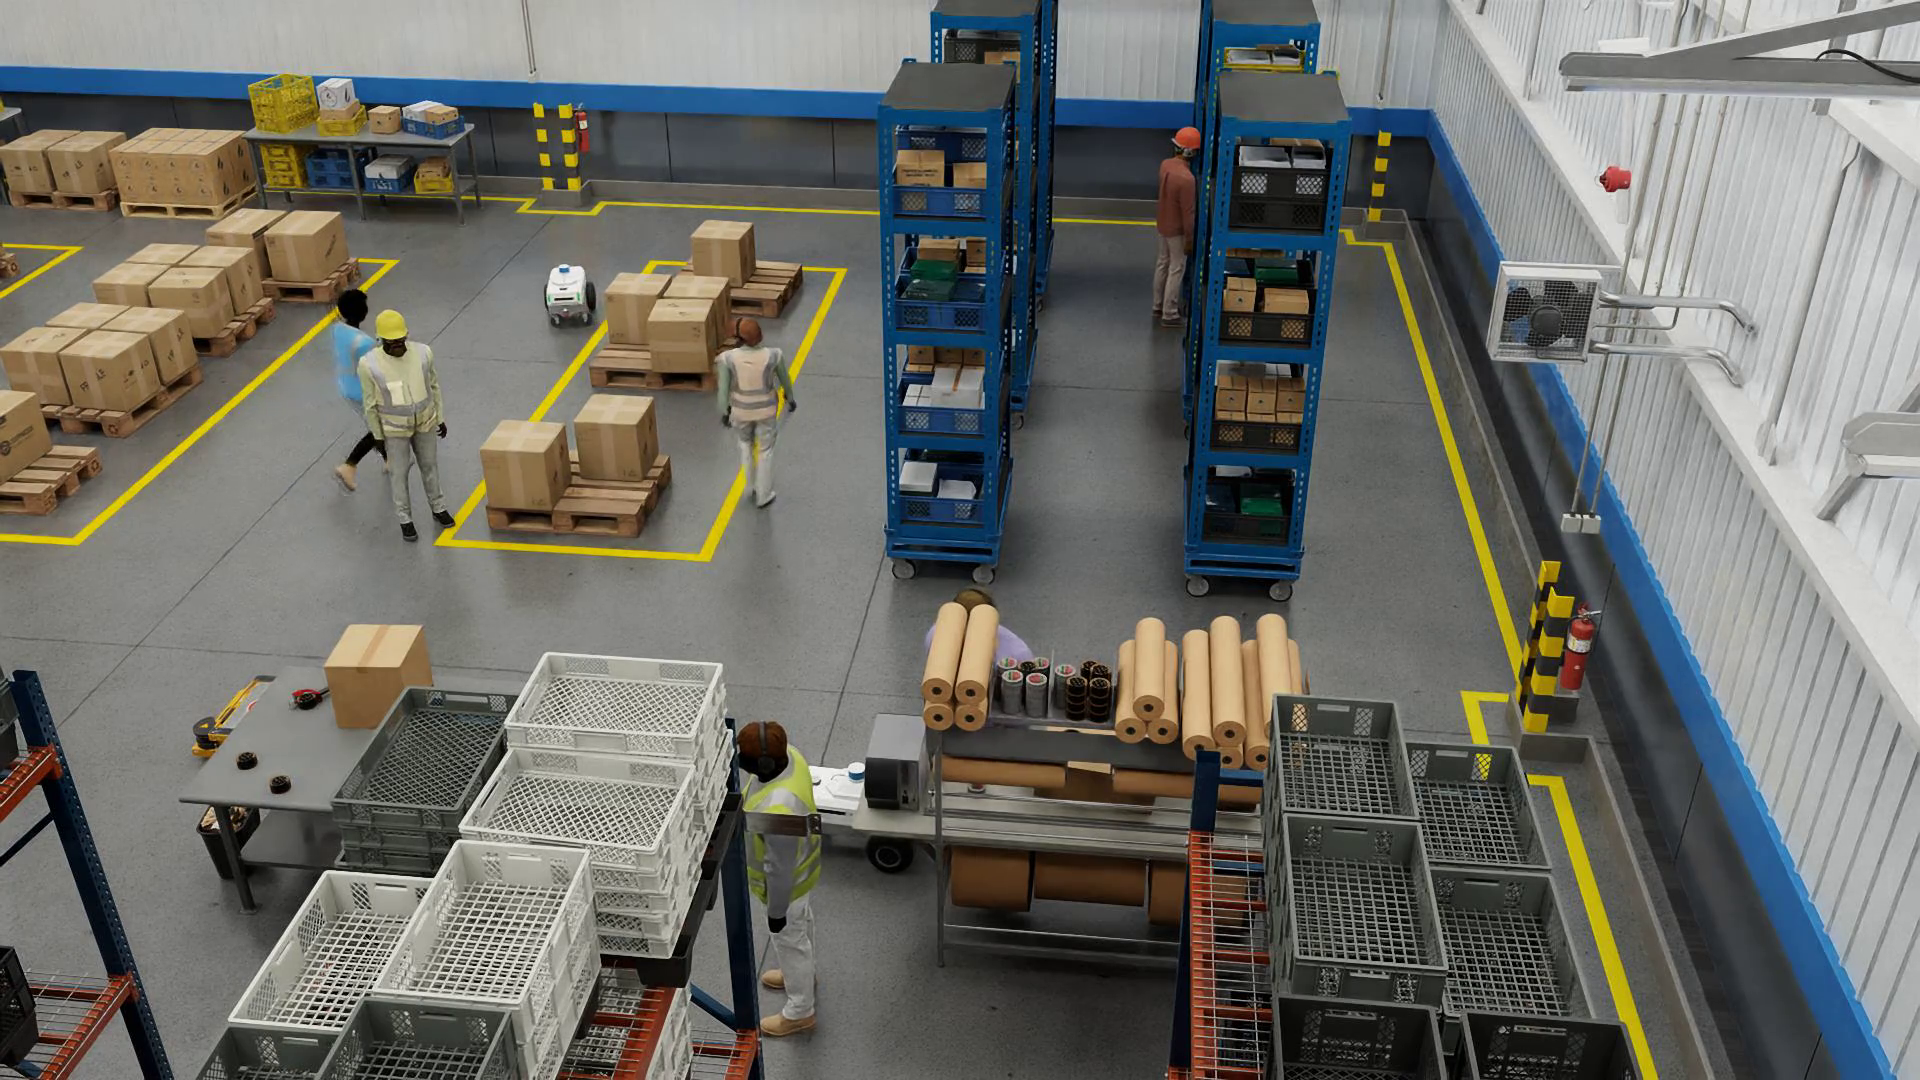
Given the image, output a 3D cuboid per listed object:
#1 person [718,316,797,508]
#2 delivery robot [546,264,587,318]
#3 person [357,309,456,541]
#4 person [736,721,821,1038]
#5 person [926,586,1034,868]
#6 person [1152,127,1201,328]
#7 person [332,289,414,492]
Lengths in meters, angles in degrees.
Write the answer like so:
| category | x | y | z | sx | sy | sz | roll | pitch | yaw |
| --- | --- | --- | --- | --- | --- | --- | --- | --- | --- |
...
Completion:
| category | x | y | z | sx | sy | sz | roll | pitch | yaw |
| --- | --- | --- | --- | --- | --- | --- | --- | --- | --- |
| person | -1.579 | -1.048 | 13.122 | 0.577 | 1.616 | 0.533 | 1 | 30 | 2 |
| delivery robot | -3.920 | -2.502 | 16.574 | 0.477 | 0.478 | 0.707 | -4 | 31 | -6 |
| person | -4.190 | -0.888 | 12.630 | 0.590 | 1.833 | 0.404 | -21 | 36 | -32 |
| person | -0.900 | 1.656 | 8.265 | 0.431 | 1.837 | 0.629 | -2 | 30 | -3 |
| person | 0.100 | 1.061 | 9.192 | 0.628 | 1.930 | 0.370 | 13 | 33 | 21 |
| person | 2.122 | -3.032 | 16.173 | 0.412 | 1.980 | 0.626 | -10 | 32 | -17 |
| person | -4.816 | -1.199 | 13.327 | 0.686 | 1.669 | 0.537 | -27 | 39 | -38 |
